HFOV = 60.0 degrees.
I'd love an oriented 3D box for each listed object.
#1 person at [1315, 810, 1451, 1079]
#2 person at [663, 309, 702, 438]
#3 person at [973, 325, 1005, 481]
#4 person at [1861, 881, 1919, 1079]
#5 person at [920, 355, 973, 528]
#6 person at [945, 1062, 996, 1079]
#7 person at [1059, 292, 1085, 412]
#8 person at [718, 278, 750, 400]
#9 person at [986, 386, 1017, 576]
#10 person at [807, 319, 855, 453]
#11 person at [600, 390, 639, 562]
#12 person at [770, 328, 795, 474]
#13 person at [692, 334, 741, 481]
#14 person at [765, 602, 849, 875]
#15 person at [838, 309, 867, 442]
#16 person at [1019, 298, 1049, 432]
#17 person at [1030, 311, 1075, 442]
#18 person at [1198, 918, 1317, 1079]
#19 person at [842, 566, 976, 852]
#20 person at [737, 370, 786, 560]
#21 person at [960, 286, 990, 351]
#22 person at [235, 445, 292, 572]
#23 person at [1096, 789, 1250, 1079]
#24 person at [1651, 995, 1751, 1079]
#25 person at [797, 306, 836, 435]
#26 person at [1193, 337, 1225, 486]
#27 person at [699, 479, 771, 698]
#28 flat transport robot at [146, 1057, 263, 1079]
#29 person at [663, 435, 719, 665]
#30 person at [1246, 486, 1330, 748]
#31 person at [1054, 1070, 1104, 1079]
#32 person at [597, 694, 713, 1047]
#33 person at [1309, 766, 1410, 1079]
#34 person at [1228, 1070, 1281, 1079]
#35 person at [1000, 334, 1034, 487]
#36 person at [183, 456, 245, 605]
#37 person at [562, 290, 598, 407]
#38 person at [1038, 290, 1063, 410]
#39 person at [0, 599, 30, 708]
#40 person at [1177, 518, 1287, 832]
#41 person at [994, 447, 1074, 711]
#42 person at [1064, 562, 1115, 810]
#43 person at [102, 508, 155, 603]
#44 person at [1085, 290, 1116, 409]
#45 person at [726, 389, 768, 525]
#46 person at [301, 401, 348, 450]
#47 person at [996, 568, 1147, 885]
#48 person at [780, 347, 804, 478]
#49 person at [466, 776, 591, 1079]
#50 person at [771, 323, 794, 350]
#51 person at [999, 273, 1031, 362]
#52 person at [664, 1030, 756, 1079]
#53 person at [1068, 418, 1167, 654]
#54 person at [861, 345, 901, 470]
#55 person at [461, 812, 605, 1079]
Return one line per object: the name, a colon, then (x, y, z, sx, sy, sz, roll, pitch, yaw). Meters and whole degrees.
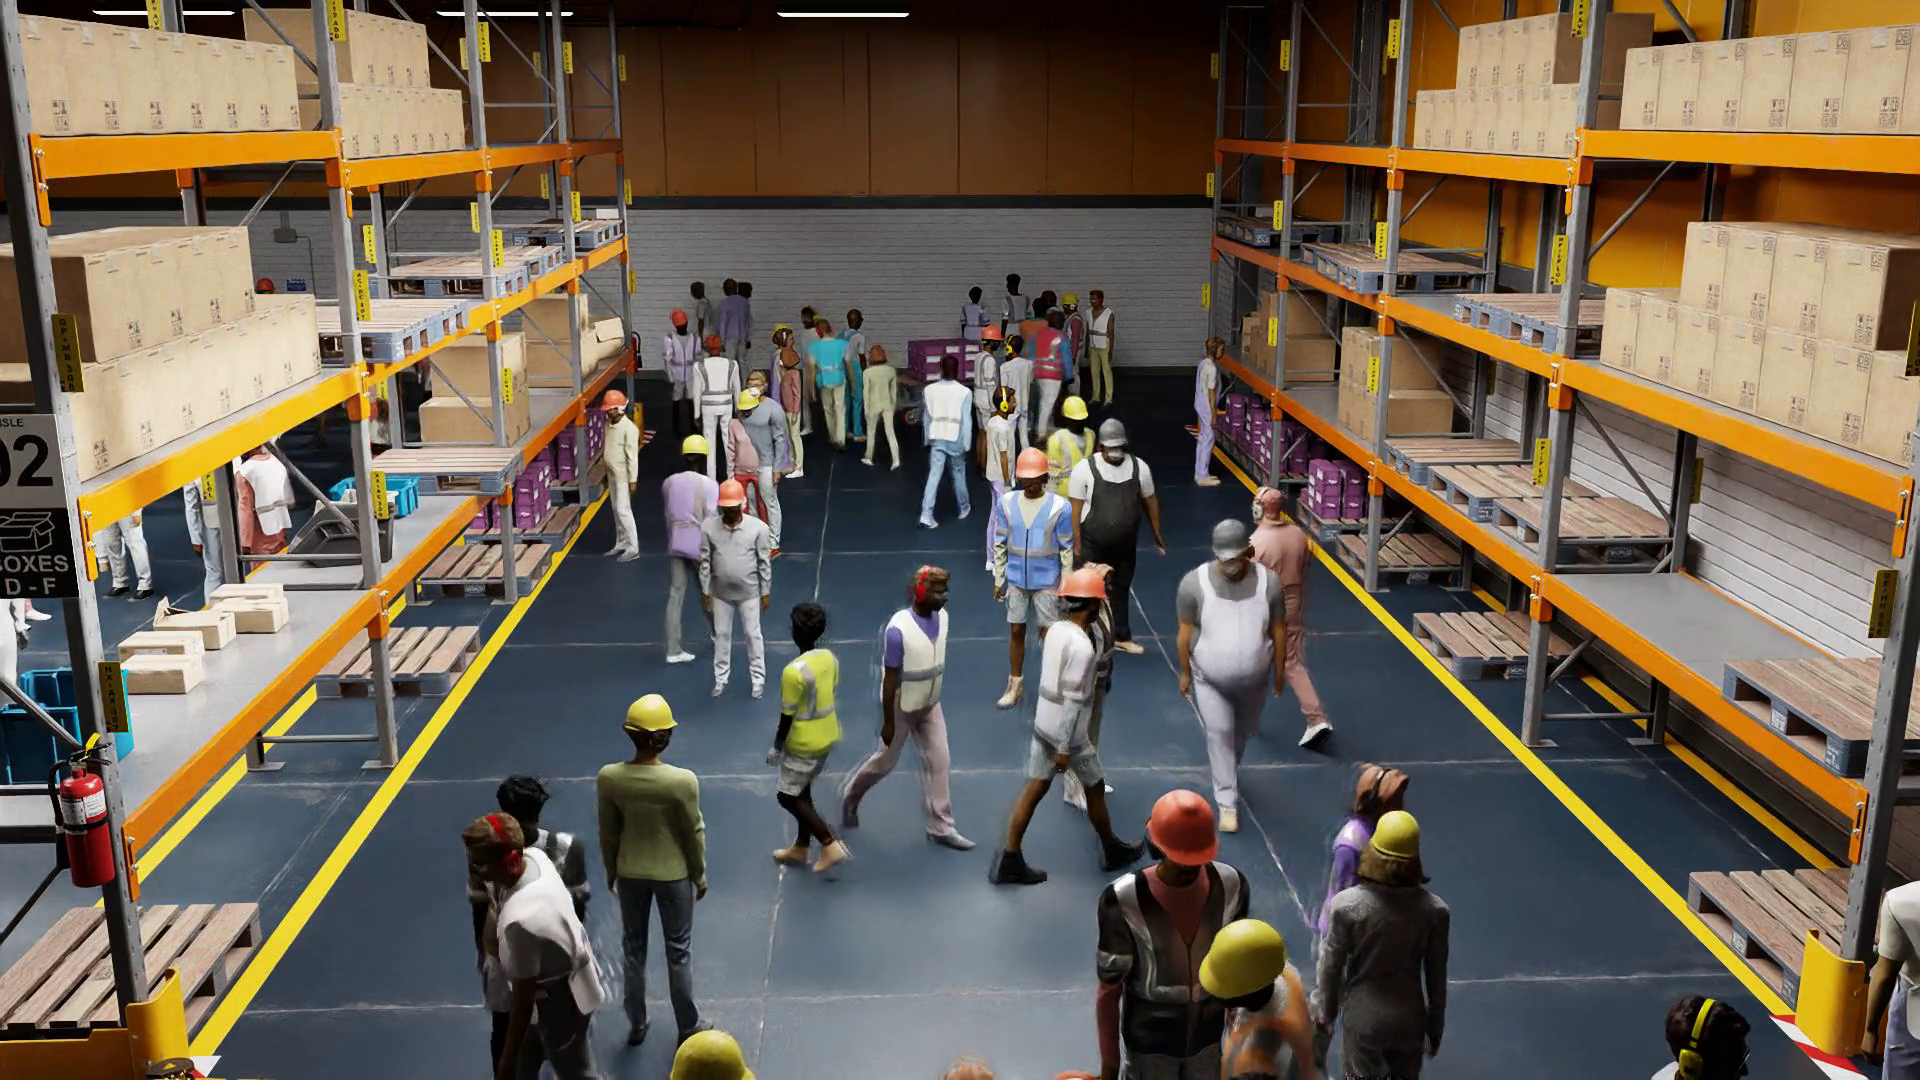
person: (1.711, 1.949, 6.756, 0.506, 1.713, 0.593, -1, 14, -2)
person: (-3.832, -2.267, 22.978, 0.539, 1.883, 1.050, -5, 15, -19)
person: (0.364, -1.695, 20.604, 0.384, 1.929, 0.543, -4, 15, -14)
person: (3.859, 1.929, 6.559, 0.560, 1.836, 0.394, 1, 14, 3)
person: (-0.142, -1.081, 18.352, 0.643, 1.868, 1.023, 6, 15, 21)
person: (0.025, 2.379, 5.280, 0.520, 1.578, 0.870, 0, 14, -1)
person: (1.698, -2.870, 25.421, 0.403, 1.825, 0.593, -1, 14, -5)
person: (-3.601, -3.197, 26.494, 0.374, 1.933, 0.625, 11, 18, 37)
person: (0.422, -0.579, 16.331, 0.327, 1.874, 0.519, -3, 15, -12)
person: (-1.722, -2.082, 22.396, 0.652, 1.789, 0.919, -2, 14, -9)
person: (-3.478, -0.666, 16.939, 0.353, 1.742, 0.570, -11, 18, -38)
person: (-2.222, -1.759, 21.012, 0.351, 1.847, 0.507, -6, 15, -21)
person: (-2.940, -1.559, 20.149, 0.588, 1.881, 0.338, -6, 15, -21)
person: (-0.888, 1.181, 9.814, 0.529, 1.668, 0.548, 6, 15, 22)
person: (-1.474, -2.279, 23.081, 0.508, 1.840, 0.343, 14, 20, 43)
person: (1.113, -2.499, 23.772, 0.587, 1.920, 0.391, 11, 18, 36)
person: (1.322, -2.281, 23.155, 0.798, 1.802, 0.628, -12, 19, -40)
person: (1.032, 2.109, 5.779, 0.565, 1.864, 0.678, 3, 15, 12)
person: (-0.346, 1.004, 10.258, 0.905, 1.803, 0.597, 10, 18, 35)
person: (-2.041, -0.759, 16.905, 0.629, 1.940, 0.373, 10, 17, 33)
person: (0.259, -3.335, 27.496, 0.535, 1.697, 0.318, 6, 15, 22)
person: (-5.940, -0.063, 14.237, 0.405, 1.909, 0.597, 3, 15, 10)
person: (0.825, 1.888, 6.333, 0.613, 2.033, 0.411, -4, 15, -14)
person: (2.204, 2.263, 5.177, 0.310, 1.868, 0.532, 8, 16, 28)
person: (-2.038, -2.440, 23.738, 0.532, 1.839, 0.807, 7, 16, 26)
person: (3.033, -1.568, 20.289, 0.339, 1.834, 0.523, -1, 14, -4)
person: (-1.737, 0.378, 12.832, 0.565, 1.742, 0.353, 1, 14, 6)
flat transport robot: (-3.365, 2.630, 6.925, 0.652, 0.197, 1.431, 1, 14, 2)
person: (-2.224, 0.067, 13.857, 0.585, 1.845, 1.016, 6, 15, 22)
person: (2.291, 0.552, 11.912, 0.655, 1.870, 0.929, -10, 17, -33)
person: (0.320, 2.381, 4.700, 0.575, 1.880, 0.353, 2, 14, 9)
person: (-1.466, 1.597, 8.009, 0.523, 1.763, 0.329, 3, 15, 11)
person: (1.846, 1.795, 7.518, 0.509, 1.619, 0.648, -14, 20, -43)
person: (1.053, 2.398, 5.044, 0.569, 1.665, 0.651, -13, 19, -42)
person: (0.675, -1.571, 20.243, 0.509, 1.863, 0.328, -9, 17, -33)
person: (-6.405, -0.096, 14.374, 0.408, 1.907, 0.598, 7, 16, 24)
person: (-5.721, -2.676, 24.224, 0.682, 2.000, 0.779, 10, 17, 34)
person: (1.376, -2.910, 25.551, 0.430, 1.839, 0.625, 4, 15, 14)
person: (-6.782, 0.632, 11.498, 0.407, 1.913, 0.641, 12, 19, 40)
person: (1.739, 0.770, 10.696, 0.698, 2.000, 0.927, -1, 14, -2)
person: (0.535, 0.306, 12.513, 0.616, 2.040, 0.382, 5, 15, 21)
person: (0.848, 0.933, 10.862, 0.311, 1.638, 0.516, 6, 16, 23)
person: (-7.822, -0.317, 15.405, 0.593, 1.823, 0.404, 5, 15, 19)
person: (2.179, -2.954, 25.744, 0.415, 1.834, 0.566, -11, 18, -38)
person: (-2.119, -0.667, 16.903, 0.524, 1.760, 0.328, 2, 14, 9)
person: (-8.481, -2.178, 22.588, 0.969, 1.895, 0.574, -6, 16, -24)
person: (0.648, 1.100, 9.757, 0.980, 1.873, 0.550, -6, 15, -22)
person: (-2.123, -1.597, 20.803, 0.289, 1.633, 0.497, -7, 16, -24)
person: (-1.897, 1.798, 7.375, 0.547, 1.678, 0.475, -1, 14, -3)
person: (-2.375, -2.036, 22.305, 0.297, 1.744, 0.487, 3, 15, 13)
person: (0.873, -3.332, 26.949, 0.618, 1.962, 0.361, -12, 18, -38)
person: (-0.772, 2.322, 5.212, 0.321, 1.737, 0.484, 4, 15, 17)
person: (1.292, -0.029, 13.831, 0.847, 2.000, 0.556, -4, 15, -15)
person: (-1.009, -1.698, 21.267, 0.512, 1.593, 0.853, -8, 16, -28)
person: (-1.710, 1.911, 6.727, 0.851, 1.778, 0.577, -4, 15, -14)
